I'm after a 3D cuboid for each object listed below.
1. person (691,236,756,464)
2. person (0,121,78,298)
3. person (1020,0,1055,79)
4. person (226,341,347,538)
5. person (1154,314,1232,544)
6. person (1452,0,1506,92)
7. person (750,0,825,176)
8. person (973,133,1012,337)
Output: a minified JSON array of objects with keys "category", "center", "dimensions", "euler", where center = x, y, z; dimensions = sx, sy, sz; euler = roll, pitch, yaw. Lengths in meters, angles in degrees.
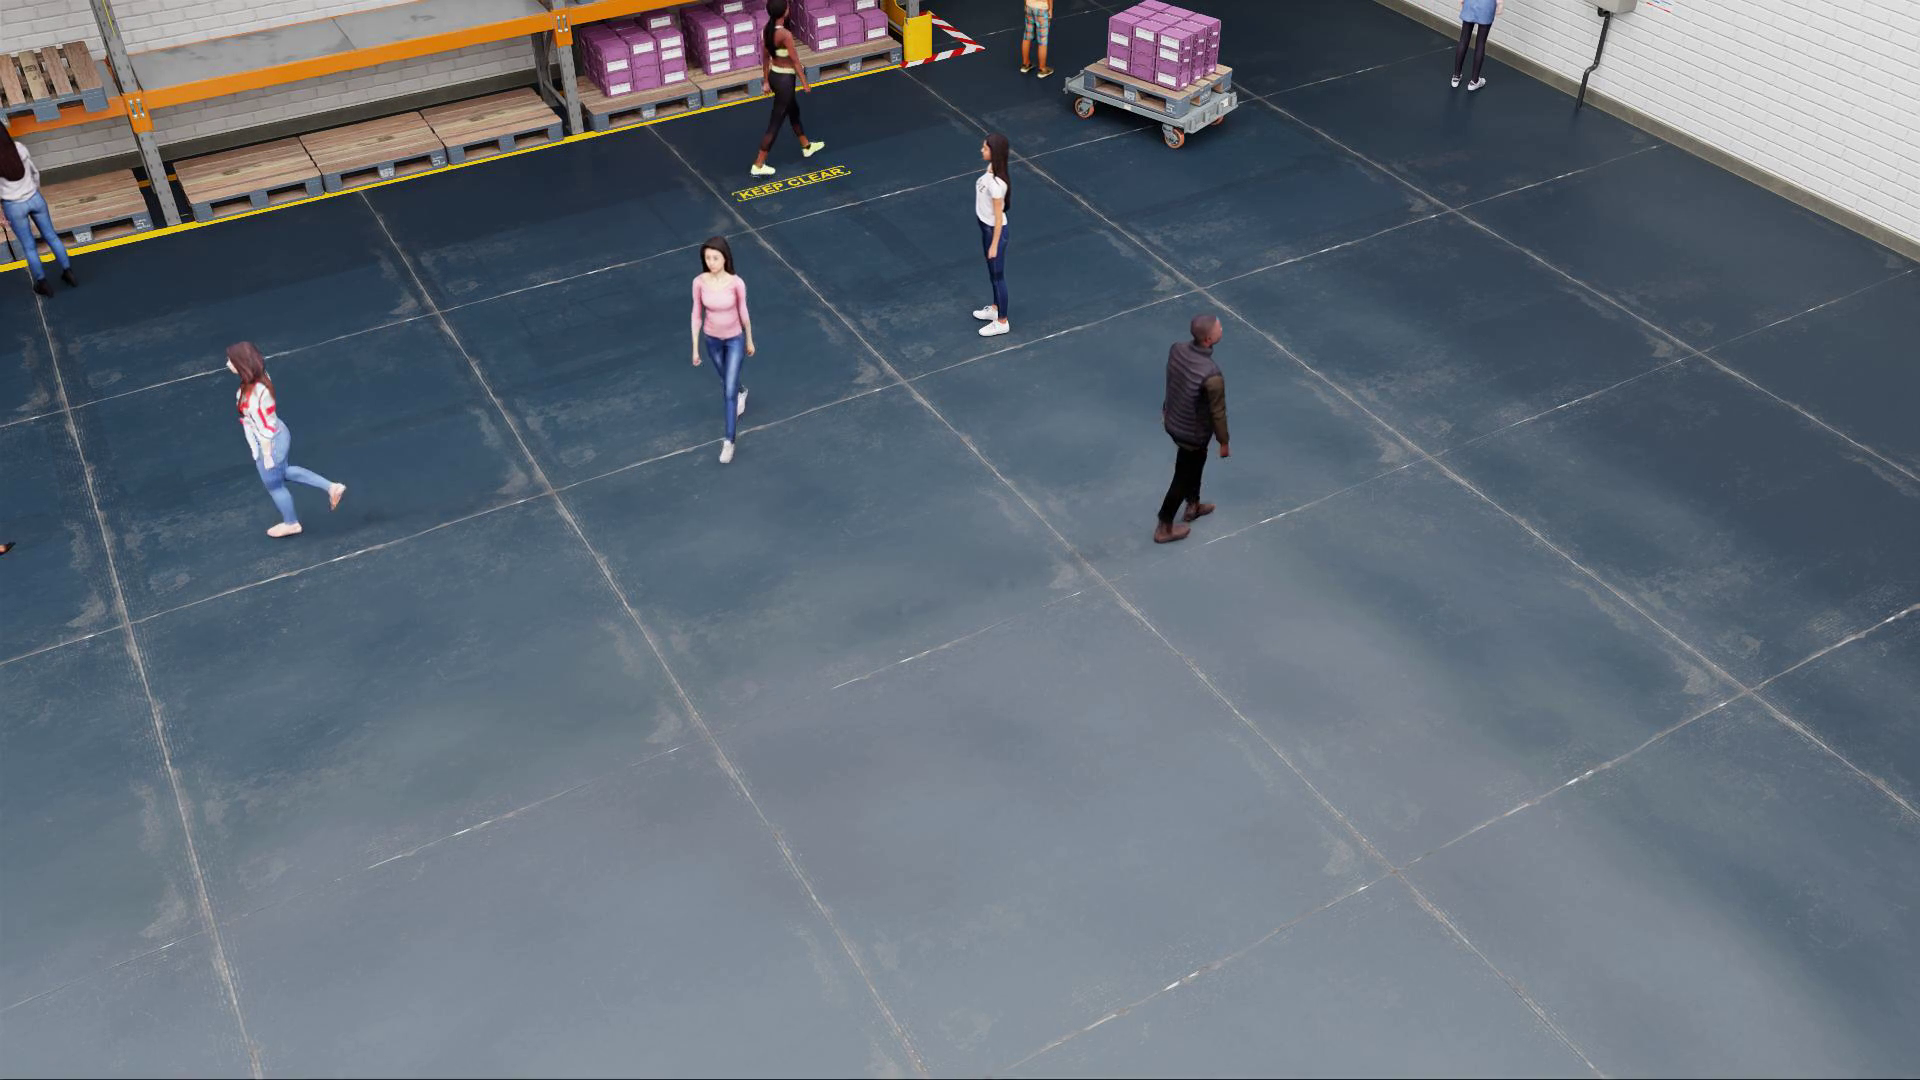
[{"category":"person","center":[-1.760,-1.536,12.568],"dimensions":[1.144,1.702,1.118],"euler":[5,39,6]},{"category":"person","center":[-8.046,-2.877,14.304],"dimensions":[0.735,1.631,0.589],"euler":[24,44,27]},{"category":"person","center":[0.844,-5.786,18.086],"dimensions":[0.581,1.457,0.583],"euler":[25,45,28]},{"category":"person","center":[-4.723,-0.701,11.604],"dimensions":[0.901,1.599,0.724],"euler":[-9,39,-11]},{"category":"person","center":[1.510,-0.740,11.478],"dimensions":[0.817,1.818,0.756],"euler":[-16,41,-19]},{"category":"person","center":[5.539,-5.708,17.705],"dimensions":[0.725,1.809,0.692],"euler":[22,44,26]},{"category":"person","center":[-1.784,-4.336,16.069],"dimensions":[1.189,1.707,0.672],"euler":[-26,46,-29]},{"category":"person","center":[0.292,-2.526,13.749],"dimensions":[0.654,1.774,0.664],"euler":[-3,39,-4]}]
